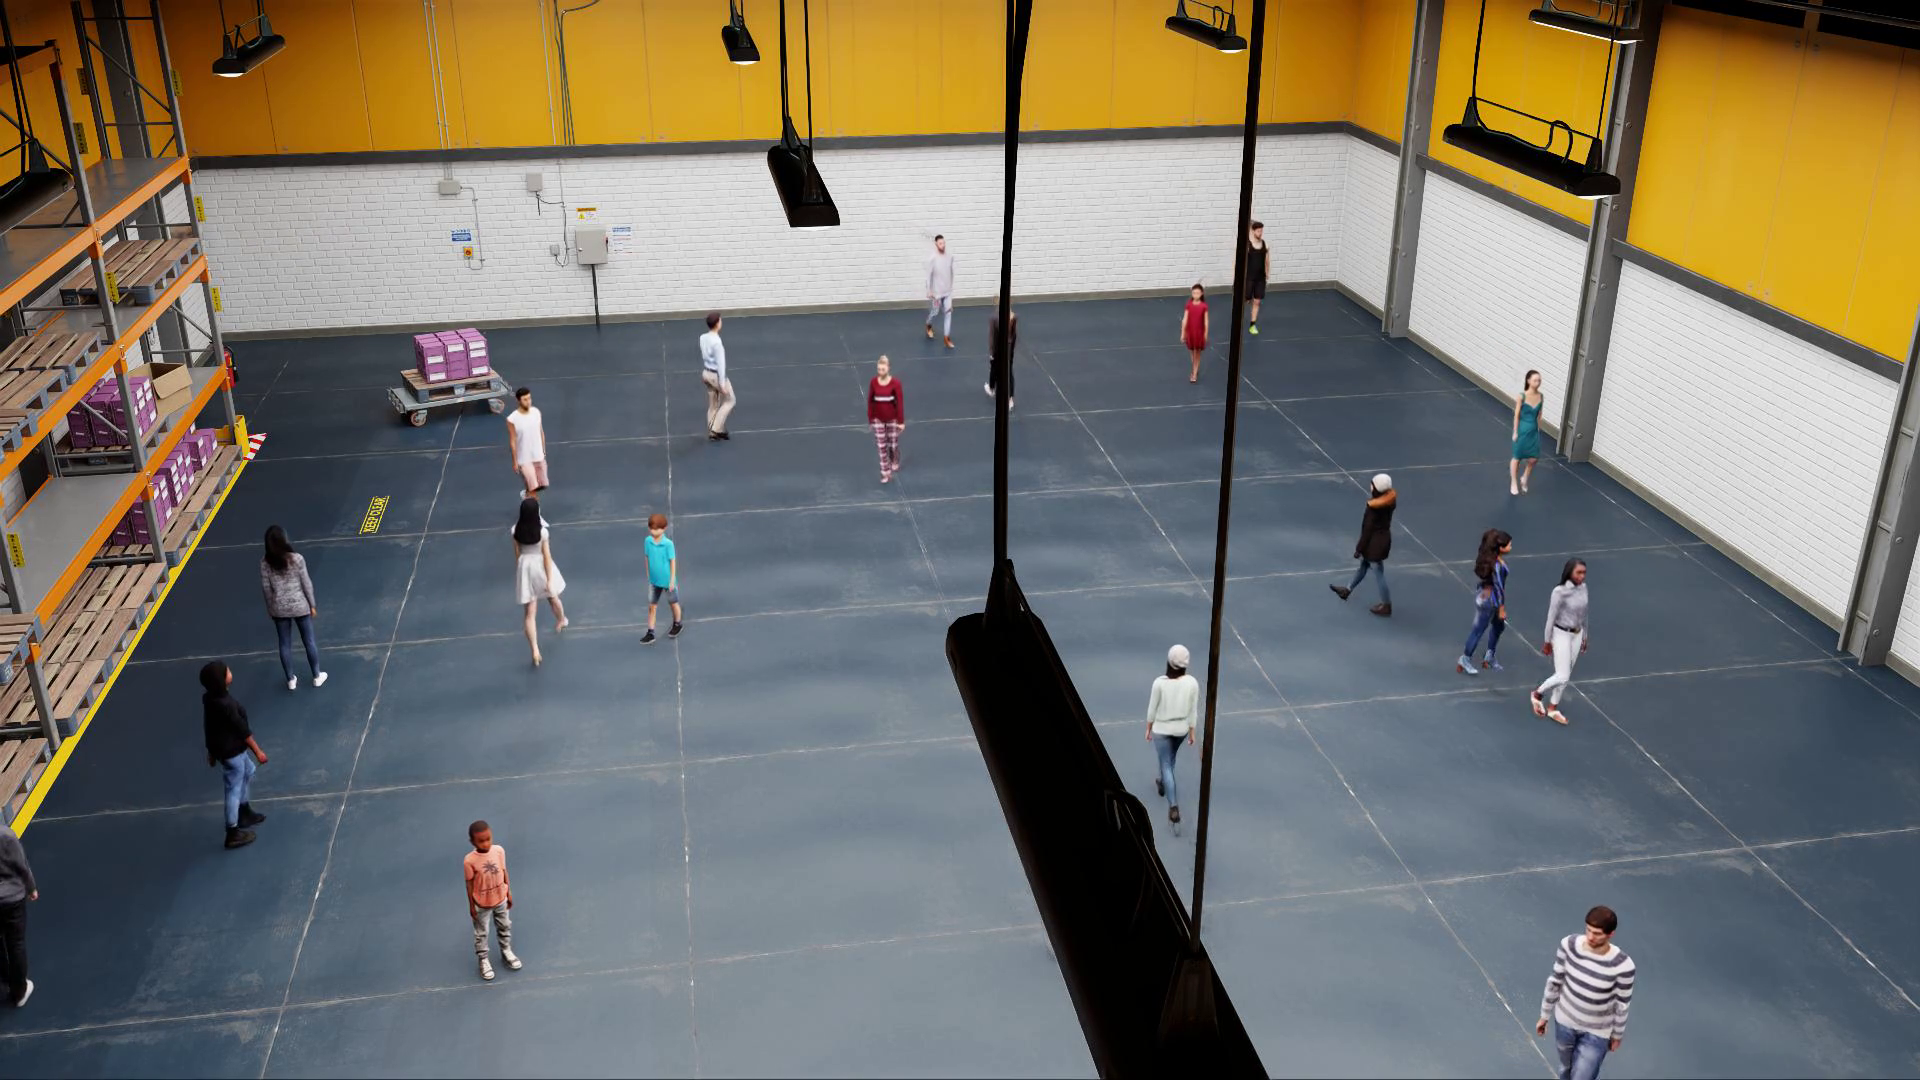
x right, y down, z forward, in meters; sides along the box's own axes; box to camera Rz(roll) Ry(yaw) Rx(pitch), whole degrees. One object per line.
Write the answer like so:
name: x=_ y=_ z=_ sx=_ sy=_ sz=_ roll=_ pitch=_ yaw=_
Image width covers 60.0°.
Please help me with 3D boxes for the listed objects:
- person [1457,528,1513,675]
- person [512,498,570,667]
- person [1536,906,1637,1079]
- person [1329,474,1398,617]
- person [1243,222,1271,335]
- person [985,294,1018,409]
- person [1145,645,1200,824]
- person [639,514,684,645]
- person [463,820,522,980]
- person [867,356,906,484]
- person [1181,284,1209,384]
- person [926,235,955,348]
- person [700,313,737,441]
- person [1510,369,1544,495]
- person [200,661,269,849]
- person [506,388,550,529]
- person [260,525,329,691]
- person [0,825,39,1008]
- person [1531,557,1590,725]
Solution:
person: x=5.253 y=0.641 z=16.805 sx=0.818 sy=1.603 sz=0.752 roll=7 pitch=24 yaw=15
person: x=-4.388 y=0.460 z=17.056 sx=0.810 sy=1.733 sz=1.189 roll=1 pitch=24 yaw=3
person: x=4.116 y=3.118 z=10.852 sx=0.876 sy=1.832 sz=0.815 roll=-19 pitch=30 yaw=-37
person: x=4.597 y=0.078 z=18.093 sx=1.067 sy=1.601 sz=1.027 roll=14 pitch=27 yaw=29
person: x=4.949 y=-4.443 z=28.093 sx=0.668 sy=1.877 sz=0.907 roll=-4 pitch=24 yaw=-9
person: x=0.659 y=-2.751 z=24.501 sx=0.789 sy=1.653 sz=1.162 roll=-9 pitch=25 yaw=-20
person: x=1.842 y=1.687 z=14.403 sx=0.616 sy=1.609 sz=1.083 roll=-3 pitch=24 yaw=-6
person: x=-3.119 y=0.370 z=17.645 sx=0.790 sy=1.427 sz=0.919 roll=8 pitch=25 yaw=18
person: x=-3.554 y=2.675 z=12.519 sx=0.534 sy=1.308 sz=0.556 roll=-15 pitch=28 yaw=-31
person: x=-0.948 y=-1.597 z=21.815 sx=0.771 sy=1.690 sz=0.816 roll=5 pitch=24 yaw=11
person: x=3.657 y=-3.221 z=25.749 sx=0.844 sy=1.516 sz=1.069 roll=7 pitch=25 yaw=16
person: x=-0.359 y=-4.142 z=27.482 sx=0.920 sy=1.814 sz=1.208 roll=-11 pitch=26 yaw=-24
person: x=-3.455 y=-2.225 z=23.080 sx=0.771 sy=1.827 sz=0.845 roll=20 pitch=31 yaw=39
person: x=7.219 y=-1.387 z=21.355 sx=0.576 sy=1.673 sz=0.607 roll=-2 pitch=24 yaw=-5
person: x=-6.224 y=1.835 z=13.967 sx=0.743 sy=1.688 sz=0.801 roll=21 pitch=31 yaw=39
person: x=-5.321 y=-1.034 z=20.425 sx=0.929 sy=1.772 sz=1.047 roll=-21 pitch=31 yaw=-40
person: x=-6.683 y=0.664 z=16.591 sx=0.605 sy=1.731 sz=0.513 roll=-4 pitch=24 yaw=-9
person: x=-6.976 y=2.643 z=12.043 sx=0.659 sy=1.749 sz=0.655 roll=-8 pitch=25 yaw=-17
person: x=5.762 y=0.934 z=15.995 sx=0.700 sy=1.715 sz=0.747 roll=-13 pitch=27 yaw=-26
